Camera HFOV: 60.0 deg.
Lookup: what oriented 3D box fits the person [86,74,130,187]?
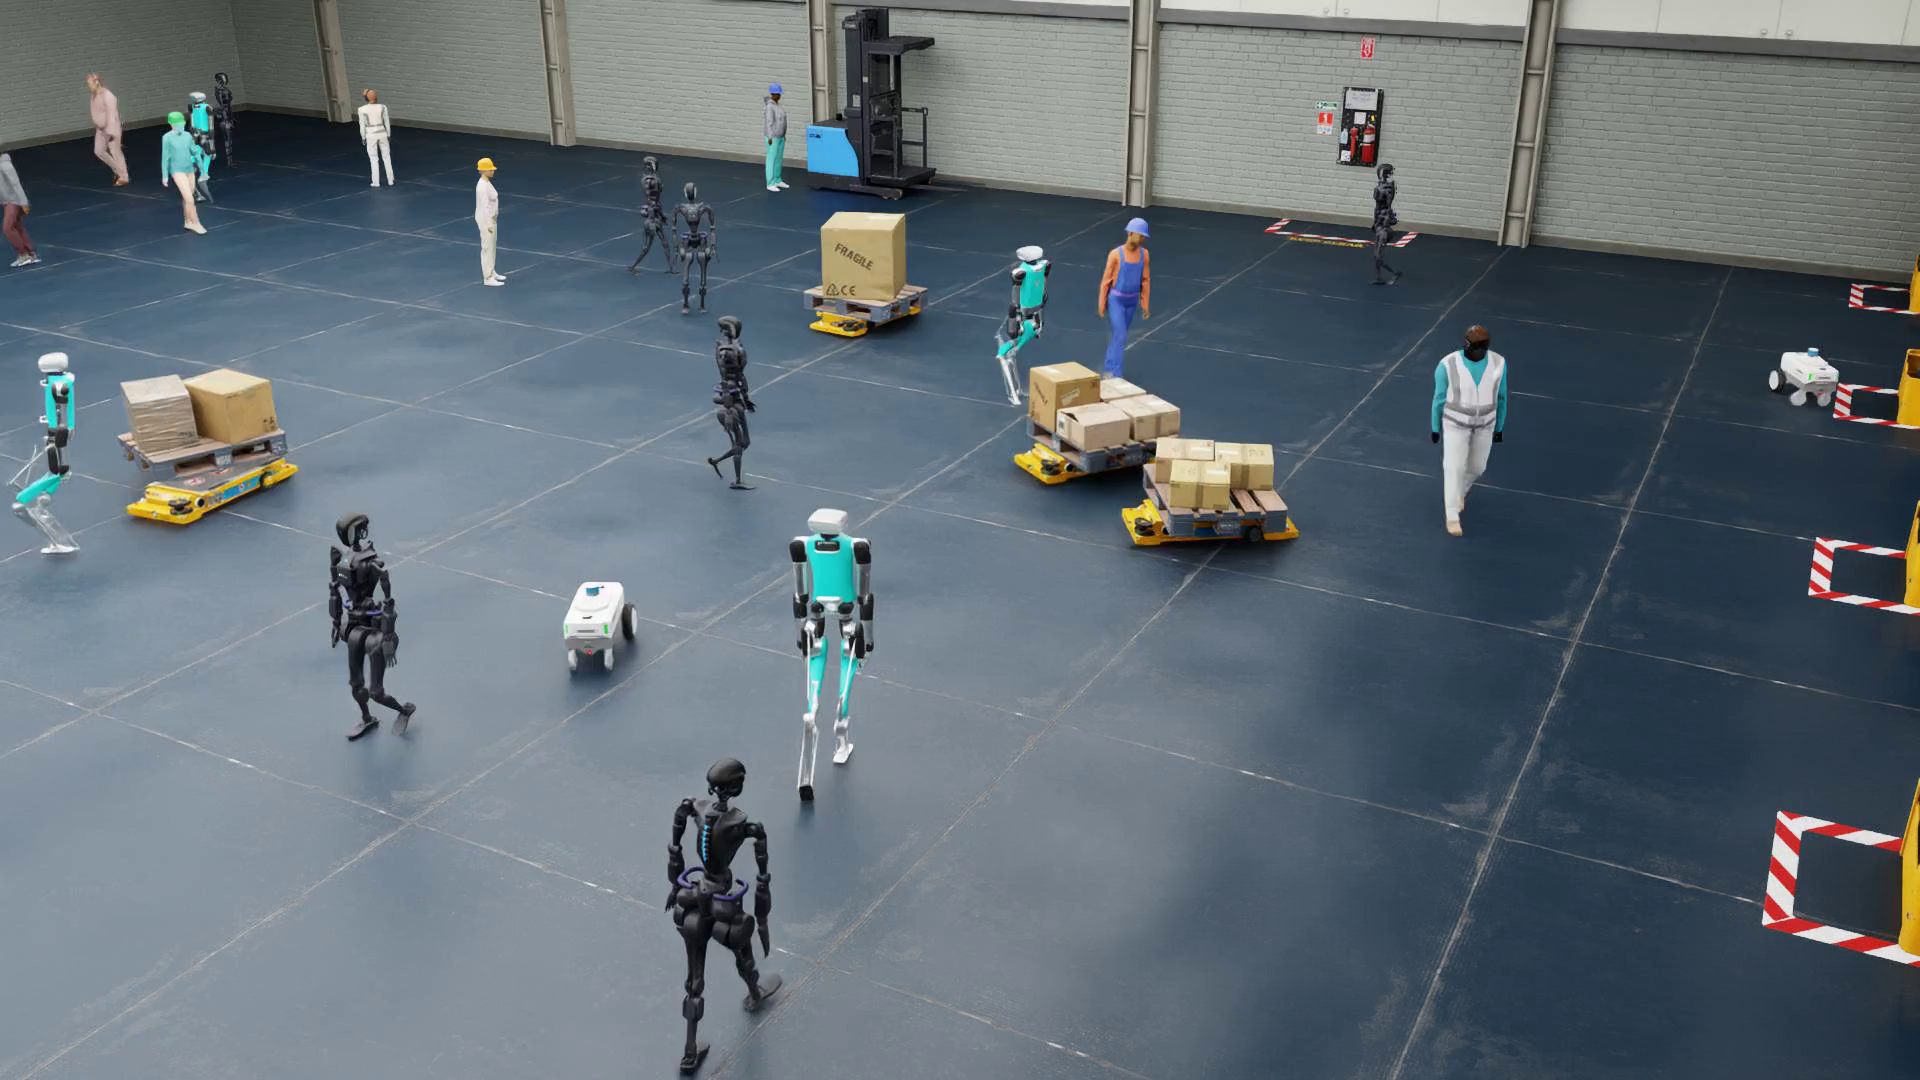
[{"bbox_3d":[-14.578,-6.991,28.389,0.665,1.888,0.439,15,27,31],"label":"person"}]

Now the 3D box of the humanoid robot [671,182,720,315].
[{"bbox_3d":[-3.319,-3.650,20.872,0.587,1.657,0.393,-4,24,-9],"label":"humanoid robot"}]

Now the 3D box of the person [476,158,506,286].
[{"bbox_3d":[-6.308,-4.266,22.298,0.342,1.688,0.460,-3,23,-8],"label":"person"}]

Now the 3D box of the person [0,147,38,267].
[{"bbox_3d":[-13.265,-4.692,23.160,0.631,1.786,0.590,17,29,34],"label":"person"}]

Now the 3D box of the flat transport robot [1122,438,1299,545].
[{"bbox_3d":[2.186,-0.188,14.600,1.431,0.231,0.659,-2,23,-5],"label":"flat transport robot"}]

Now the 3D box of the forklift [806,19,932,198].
[{"bbox_3d":[-1.573,-7.292,27.850,1.873,2.768,1.129,12,26,25],"label":"forklift"}]

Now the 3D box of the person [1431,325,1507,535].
[{"bbox_3d":[4.432,-1.005,14.537,0.639,1.823,0.720,0,23,-1],"label":"person"}]

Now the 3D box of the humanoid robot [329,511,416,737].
[{"bbox_3d":[-3.931,0.565,11.069,0.600,1.644,0.407,12,26,26],"label":"humanoid robot"}]

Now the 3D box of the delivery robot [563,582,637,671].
[{"bbox_3d":[-2.719,0.596,12.427,0.499,0.605,0.781,-1,23,-1],"label":"delivery robot"}]

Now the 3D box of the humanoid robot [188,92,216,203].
[{"bbox_3d":[-12.452,-6.299,27.063,0.540,1.854,0.775,11,26,25],"label":"humanoid robot"}]

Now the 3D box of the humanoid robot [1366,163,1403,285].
[{"bbox_3d":[5.695,-4.211,22.185,0.432,1.634,0.595,-2,23,-3],"label":"humanoid robot"}]

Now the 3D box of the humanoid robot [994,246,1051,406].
[{"bbox_3d":[0.567,-2.279,17.622,0.814,1.783,0.603,21,31,40],"label":"humanoid robot"}]

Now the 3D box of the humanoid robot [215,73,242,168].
[{"bbox_3d":[-13.217,-7.578,30.001,0.315,1.659,0.599,-4,24,-9],"label":"humanoid robot"}]

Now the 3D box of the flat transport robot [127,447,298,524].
[{"bbox_3d":[-6.885,-0.514,15.360,0.659,0.231,1.431,9,25,20],"label":"flat transport robot"}]

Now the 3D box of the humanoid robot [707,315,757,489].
[{"bbox_3d":[-2.158,-1.271,15.339,0.489,1.640,0.584,4,24,9],"label":"humanoid robot"}]

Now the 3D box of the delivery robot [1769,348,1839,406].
[{"bbox_3d":[9.136,-1.779,17.942,0.505,0.595,0.766,0,23,1],"label":"delivery robot"}]

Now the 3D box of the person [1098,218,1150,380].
[{"bbox_3d":[1.806,-2.567,18.113,0.548,1.866,0.752,-12,26,-27],"label":"person"}]

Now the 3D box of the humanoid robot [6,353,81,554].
[{"bbox_3d":[-7.649,-0.629,13.822,0.784,1.807,0.531,-12,26,-26],"label":"humanoid robot"}]

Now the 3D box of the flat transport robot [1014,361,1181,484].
[{"bbox_3d":[1.329,-0.817,16.065,1.431,0.231,0.659,-11,26,-24],"label":"flat transport robot"}]

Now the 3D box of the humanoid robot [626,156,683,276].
[{"bbox_3d":[-4.240,-4.432,22.749,0.740,1.642,0.600,1,23,2],"label":"humanoid robot"}]

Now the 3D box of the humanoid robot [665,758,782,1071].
[{"bbox_3d":[-1.207,1.792,8.275,0.623,1.623,0.779,10,25,21],"label":"humanoid robot"}]

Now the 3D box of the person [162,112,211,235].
[{"bbox_3d":[-11.639,-5.516,25.025,0.809,1.826,0.665,13,26,27],"label":"person"}]

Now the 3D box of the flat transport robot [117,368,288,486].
[{"bbox_3d":[-7.154,-0.711,15.818,0.659,0.231,1.431,-20,30,-39],"label":"flat transport robot"}]

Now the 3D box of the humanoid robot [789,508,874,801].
[{"bbox_3d":[-0.868,0.780,10.530,0.557,1.793,0.937,4,24,9],"label":"humanoid robot"}]

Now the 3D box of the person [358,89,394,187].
[{"bbox_3d":[-9.960,-6.856,28.383,0.514,1.642,0.307,-15,28,-32],"label":"person"}]

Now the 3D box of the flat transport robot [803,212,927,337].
[{"bbox_3d":[-1.158,-2.812,20.709,0.659,0.231,1.431,15,27,30],"label":"flat transport robot"}]

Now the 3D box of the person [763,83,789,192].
[{"bbox_3d":[-3.113,-6.810,28.111,0.361,1.775,0.544,9,25,19],"label":"person"}]
